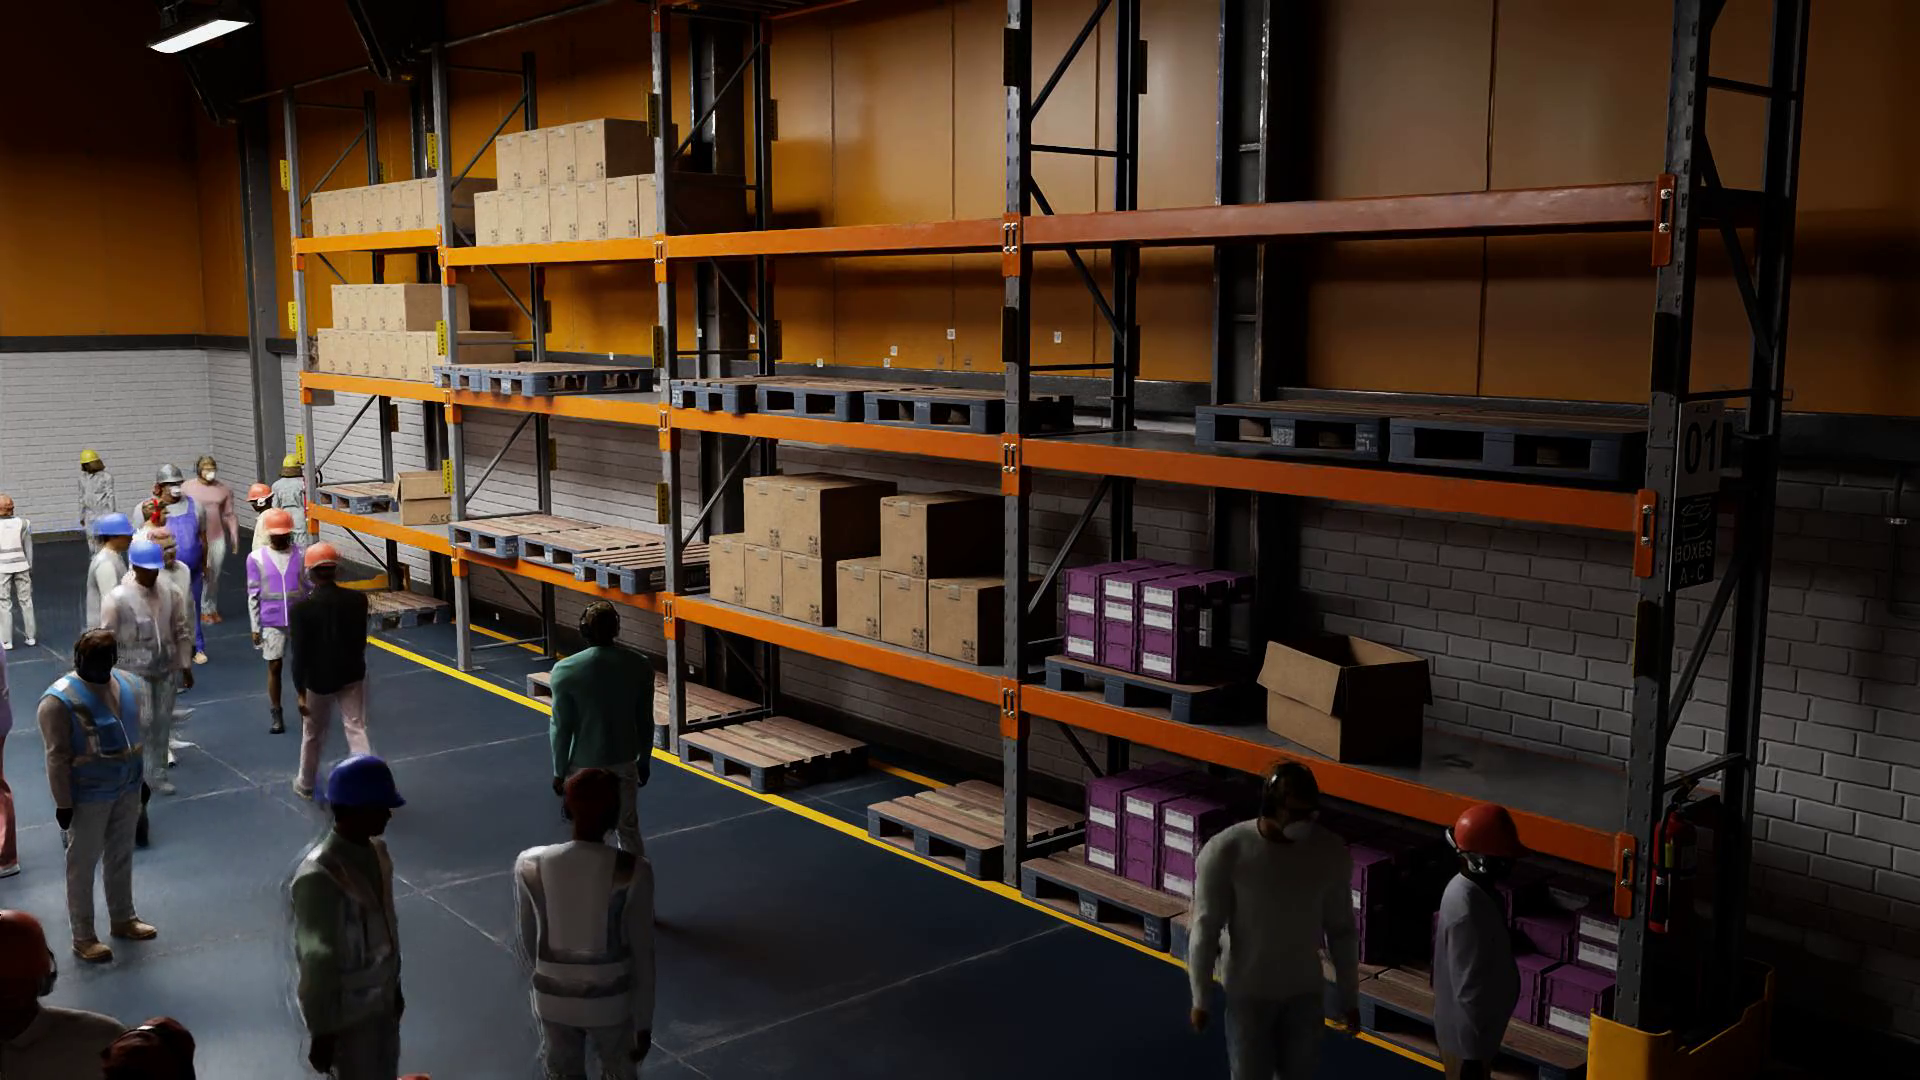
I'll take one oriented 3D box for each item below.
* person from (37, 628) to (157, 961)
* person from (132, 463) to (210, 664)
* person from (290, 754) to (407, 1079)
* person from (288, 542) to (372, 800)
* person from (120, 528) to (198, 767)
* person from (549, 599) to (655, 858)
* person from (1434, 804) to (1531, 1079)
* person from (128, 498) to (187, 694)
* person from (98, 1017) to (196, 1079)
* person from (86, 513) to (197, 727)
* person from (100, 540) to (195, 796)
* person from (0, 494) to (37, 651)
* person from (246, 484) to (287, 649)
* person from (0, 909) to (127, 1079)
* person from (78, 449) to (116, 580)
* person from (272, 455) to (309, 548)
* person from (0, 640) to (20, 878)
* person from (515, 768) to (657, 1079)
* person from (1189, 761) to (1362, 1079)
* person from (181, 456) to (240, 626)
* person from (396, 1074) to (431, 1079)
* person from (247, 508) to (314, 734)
[{"bbox_3d":[-4.797,1.399,9.318,0.429,1.839,0.634,3,9,19],"label":"person"},{"bbox_3d":[-7.819,0.255,16.572,0.689,2.000,0.539,-6,10,-37],"label":"person"},{"bbox_3d":[-2.326,1.769,6.406,0.457,1.930,0.629,1,8,6],"label":"person"},{"bbox_3d":[-4.494,0.986,11.901,0.591,1.939,1.071,-7,11,-39],"label":"person"},{"bbox_3d":[-6.305,0.833,13.181,0.645,1.869,0.713,2,9,16],"label":"person"},{"bbox_3d":[-2.067,1.306,9.668,0.627,1.933,0.370,-6,10,-36],"label":"person"},{"bbox_3d":[1.984,1.863,6.387,0.329,1.751,0.571,3,9,18],"label":"person"},{"bbox_3d":[-7.462,0.531,15.366,0.401,1.837,0.565,-7,11,-42],"label":"person"},{"bbox_3d":[-1.982,2.111,4.270,0.579,1.874,0.378,1,8,5],"label":"person"},{"bbox_3d":[-7.029,0.717,13.906,1.019,1.890,0.609,-2,9,-16],"label":"person"},{"bbox_3d":[-5.939,0.943,12.175,0.482,1.925,0.622,5,10,32],"label":"person"},{"bbox_3d":[-9.946,0.336,17.389,0.315,1.641,0.515,7,10,38],"label":"person"},{"bbox_3d":[-7.304,0.271,17.523,0.355,1.736,0.574,-2,8,-13],"label":"person"},{"bbox_3d":[-2.638,1.991,4.711,0.617,1.984,0.408,-3,9,-21],"label":"person"},{"bbox_3d":[-11.227,-0.319,21.633,0.496,1.731,0.324,1,8,7],"label":"person"},{"bbox_3d":[-8.293,-0.194,20.726,0.492,1.741,0.318,0,8,1],"label":"person"},{"bbox_3d":[-6.176,1.186,10.484,0.362,1.930,0.585,-6,10,-34],"label":"person"},{"bbox_3d":[-1.444,1.787,6.582,0.564,1.839,0.932,0,8,0],"label":"person"},{"bbox_3d":[1.208,1.760,6.554,0.660,1.912,0.528,-2,8,-13],"label":"person"},{"bbox_3d":[-8.425,0.011,18.695,0.598,1.914,0.655,7,11,39],"label":"person"},{"bbox_3d":[-1.251,2.166,3.742,0.568,1.916,0.487,7,10,38],"label":"person"},{"bbox_3d":[-5.692,0.678,14.040,0.547,1.928,0.391,-4,9,-27],"label":"person"}]
